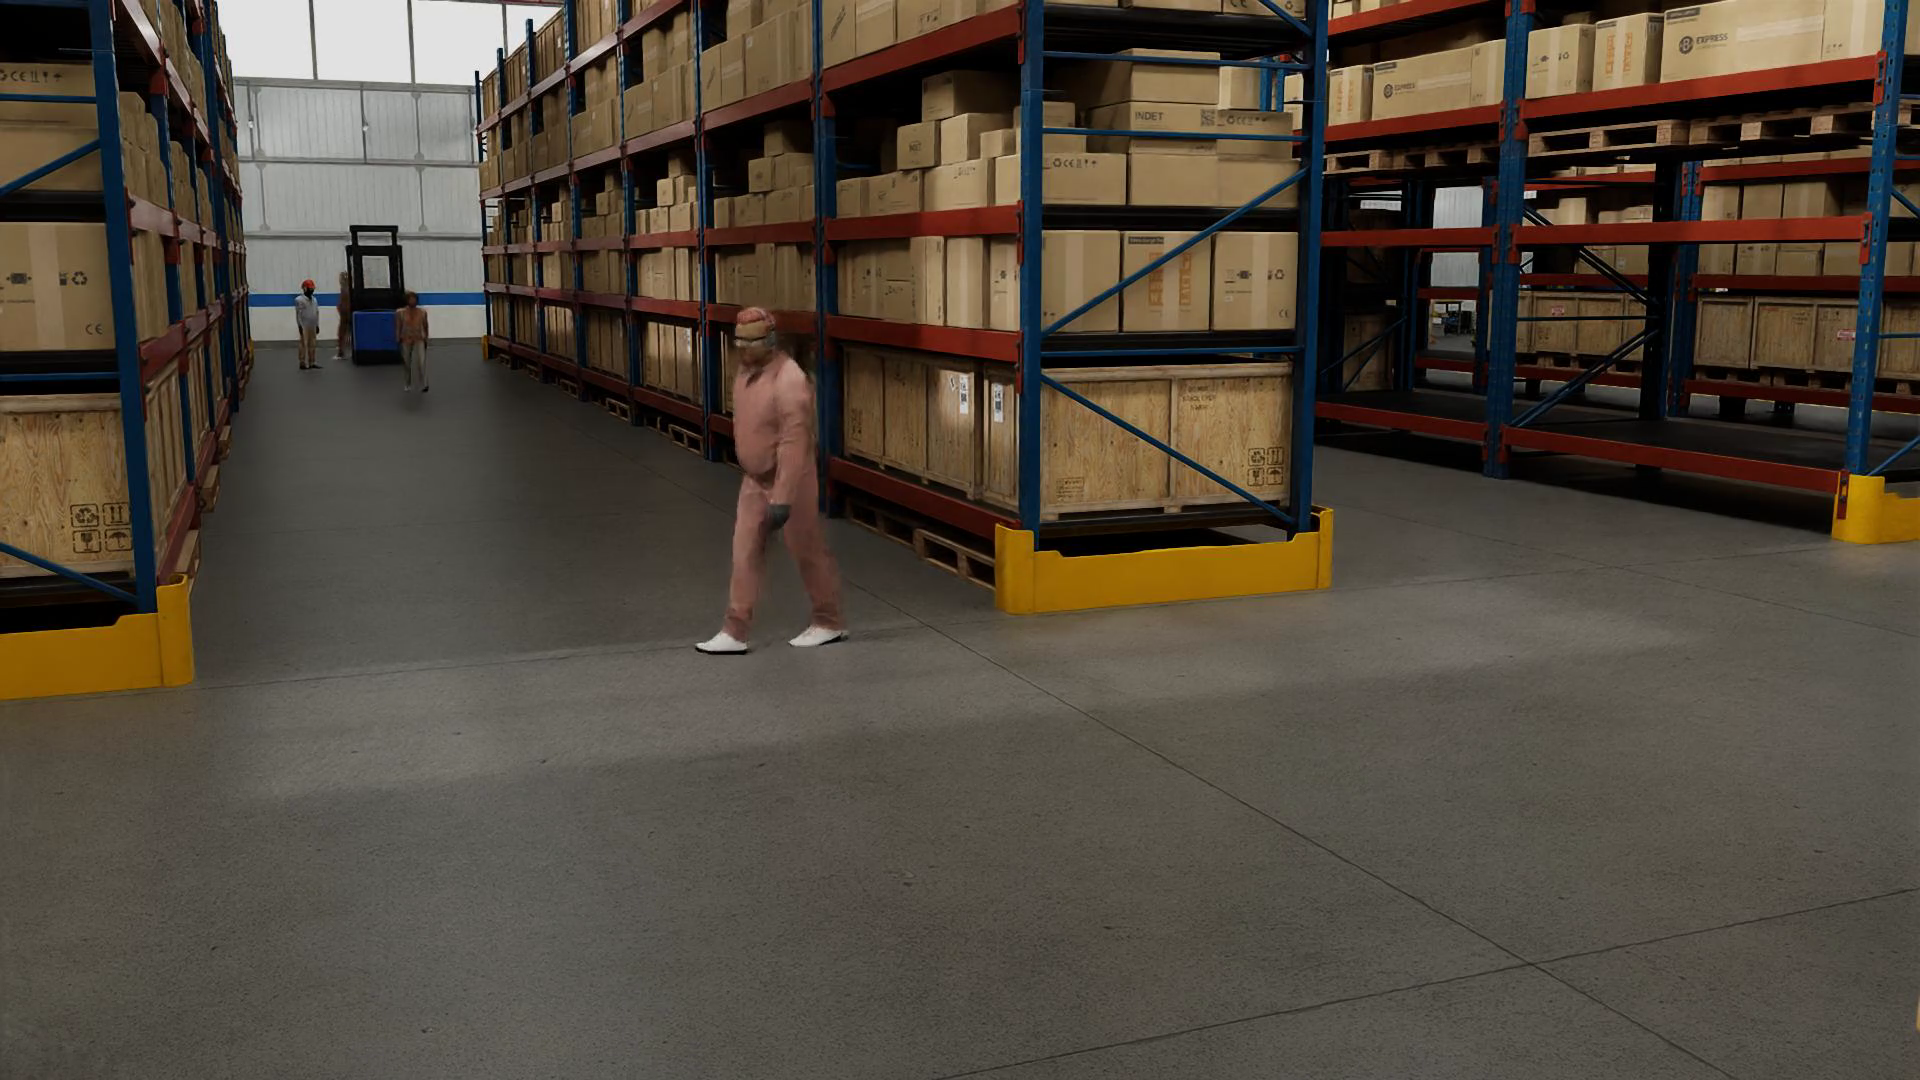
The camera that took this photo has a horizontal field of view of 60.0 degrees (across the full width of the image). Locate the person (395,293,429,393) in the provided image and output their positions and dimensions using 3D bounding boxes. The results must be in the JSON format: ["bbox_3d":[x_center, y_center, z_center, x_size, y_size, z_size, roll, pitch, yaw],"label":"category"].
[{"bbox_3d":[-8.764,-3.153,26.613,0.526,1.591,0.878,-5,11,-26],"label":"person"}]

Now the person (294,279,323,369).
[{"bbox_3d":[-12.649,-4.184,32.323,0.354,1.744,0.565,3,10,20],"label":"person"}]

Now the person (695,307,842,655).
[{"bbox_3d":[-0.992,-0.288,8.713,0.966,1.835,0.657,-8,13,-40],"label":"person"}]

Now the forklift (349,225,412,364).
[{"bbox_3d":[-11.920,-5.038,34.039,1.129,2.768,1.873,-4,10,-22],"label":"forklift"}]

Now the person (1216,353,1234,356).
[{"bbox_3d":[2.212,-1.405,15.168,0.560,1.916,0.725,-2,10,-11],"label":"person"}]

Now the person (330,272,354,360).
[{"bbox_3d":[-12.990,-4.773,35.481,0.876,1.879,0.650,-4,10,-22],"label":"person"}]
